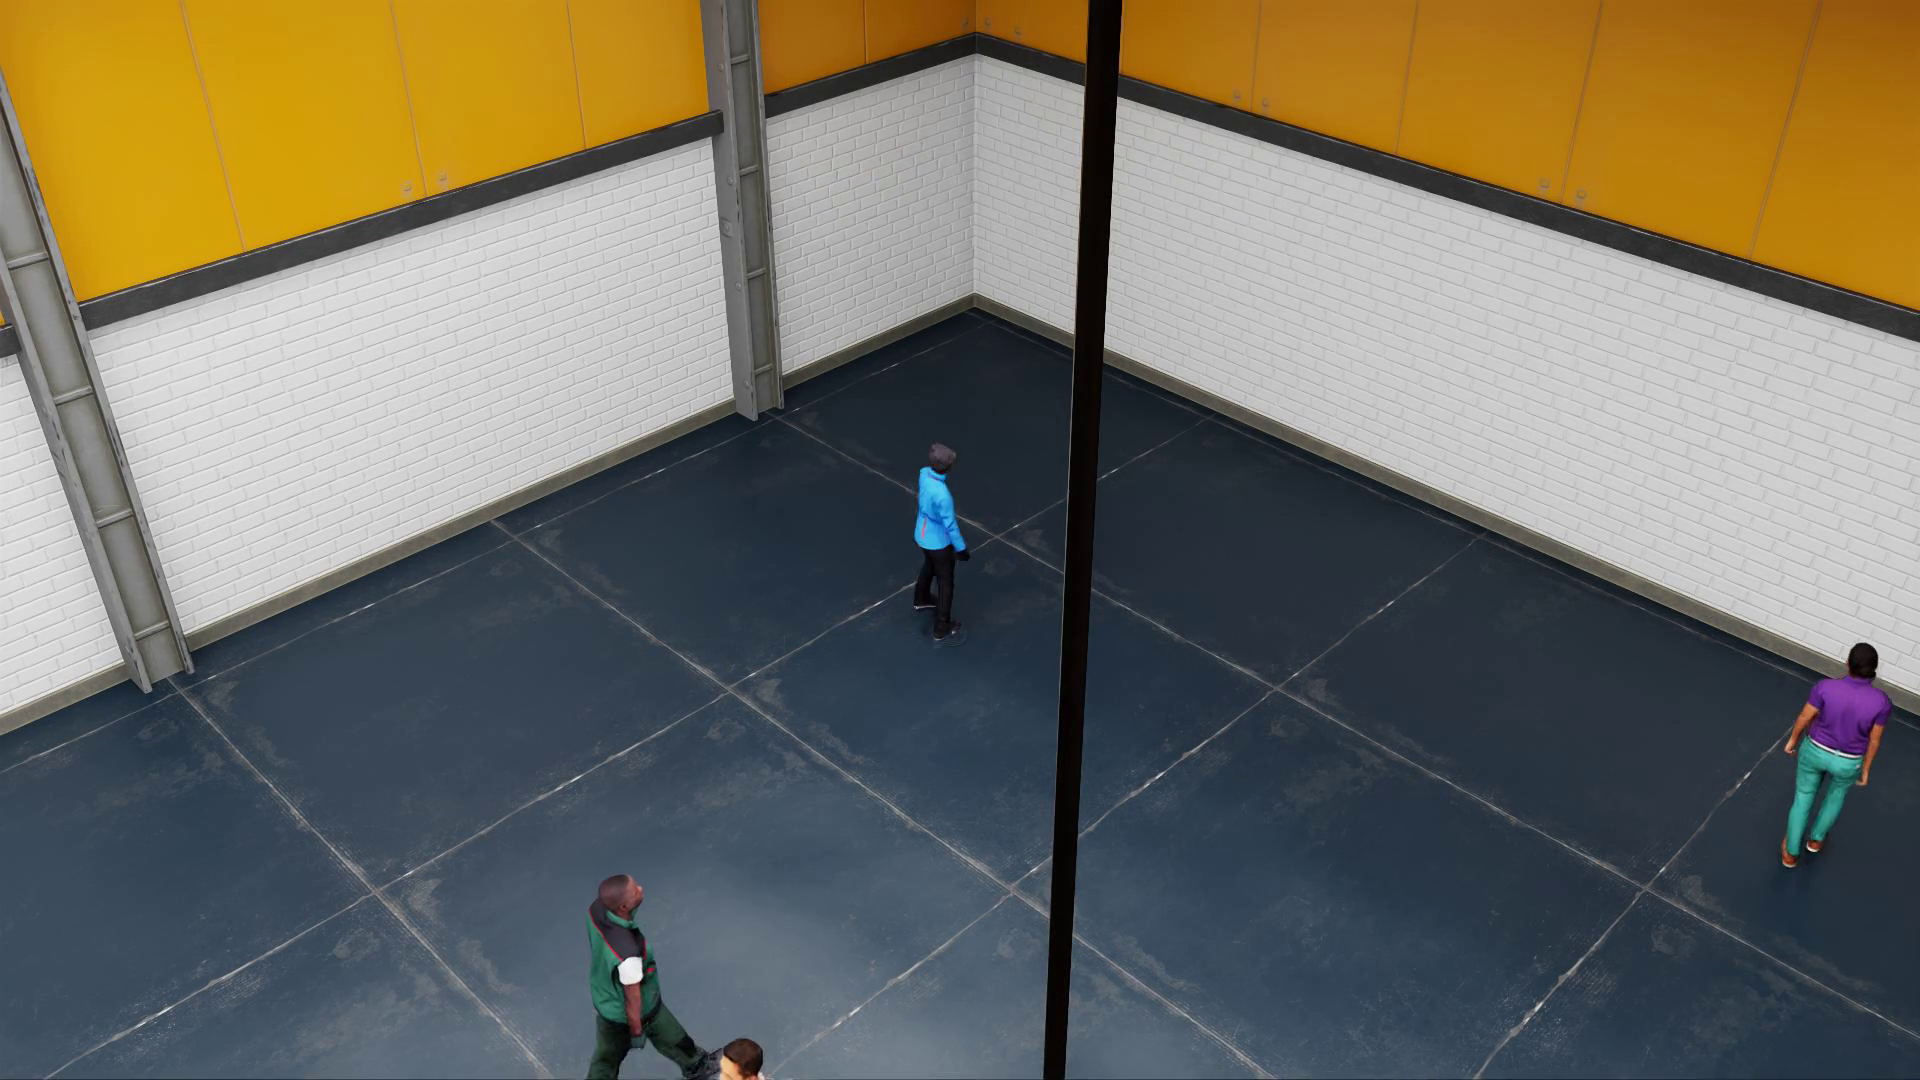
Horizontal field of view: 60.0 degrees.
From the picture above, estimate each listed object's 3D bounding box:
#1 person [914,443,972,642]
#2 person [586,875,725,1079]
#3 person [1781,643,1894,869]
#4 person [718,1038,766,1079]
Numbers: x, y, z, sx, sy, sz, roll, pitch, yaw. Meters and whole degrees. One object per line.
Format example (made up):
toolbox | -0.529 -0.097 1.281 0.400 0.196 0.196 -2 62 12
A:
person | -0.210 0.028 12.906 0.792 1.782 0.845 -19 38 -26
person | -1.889 2.562 9.089 1.231 1.787 0.839 -21 39 -29
person | 5.645 1.451 10.785 0.782 1.760 0.852 17 37 23
person | -0.932 3.083 8.288 0.637 1.805 0.684 -28 42 -35
